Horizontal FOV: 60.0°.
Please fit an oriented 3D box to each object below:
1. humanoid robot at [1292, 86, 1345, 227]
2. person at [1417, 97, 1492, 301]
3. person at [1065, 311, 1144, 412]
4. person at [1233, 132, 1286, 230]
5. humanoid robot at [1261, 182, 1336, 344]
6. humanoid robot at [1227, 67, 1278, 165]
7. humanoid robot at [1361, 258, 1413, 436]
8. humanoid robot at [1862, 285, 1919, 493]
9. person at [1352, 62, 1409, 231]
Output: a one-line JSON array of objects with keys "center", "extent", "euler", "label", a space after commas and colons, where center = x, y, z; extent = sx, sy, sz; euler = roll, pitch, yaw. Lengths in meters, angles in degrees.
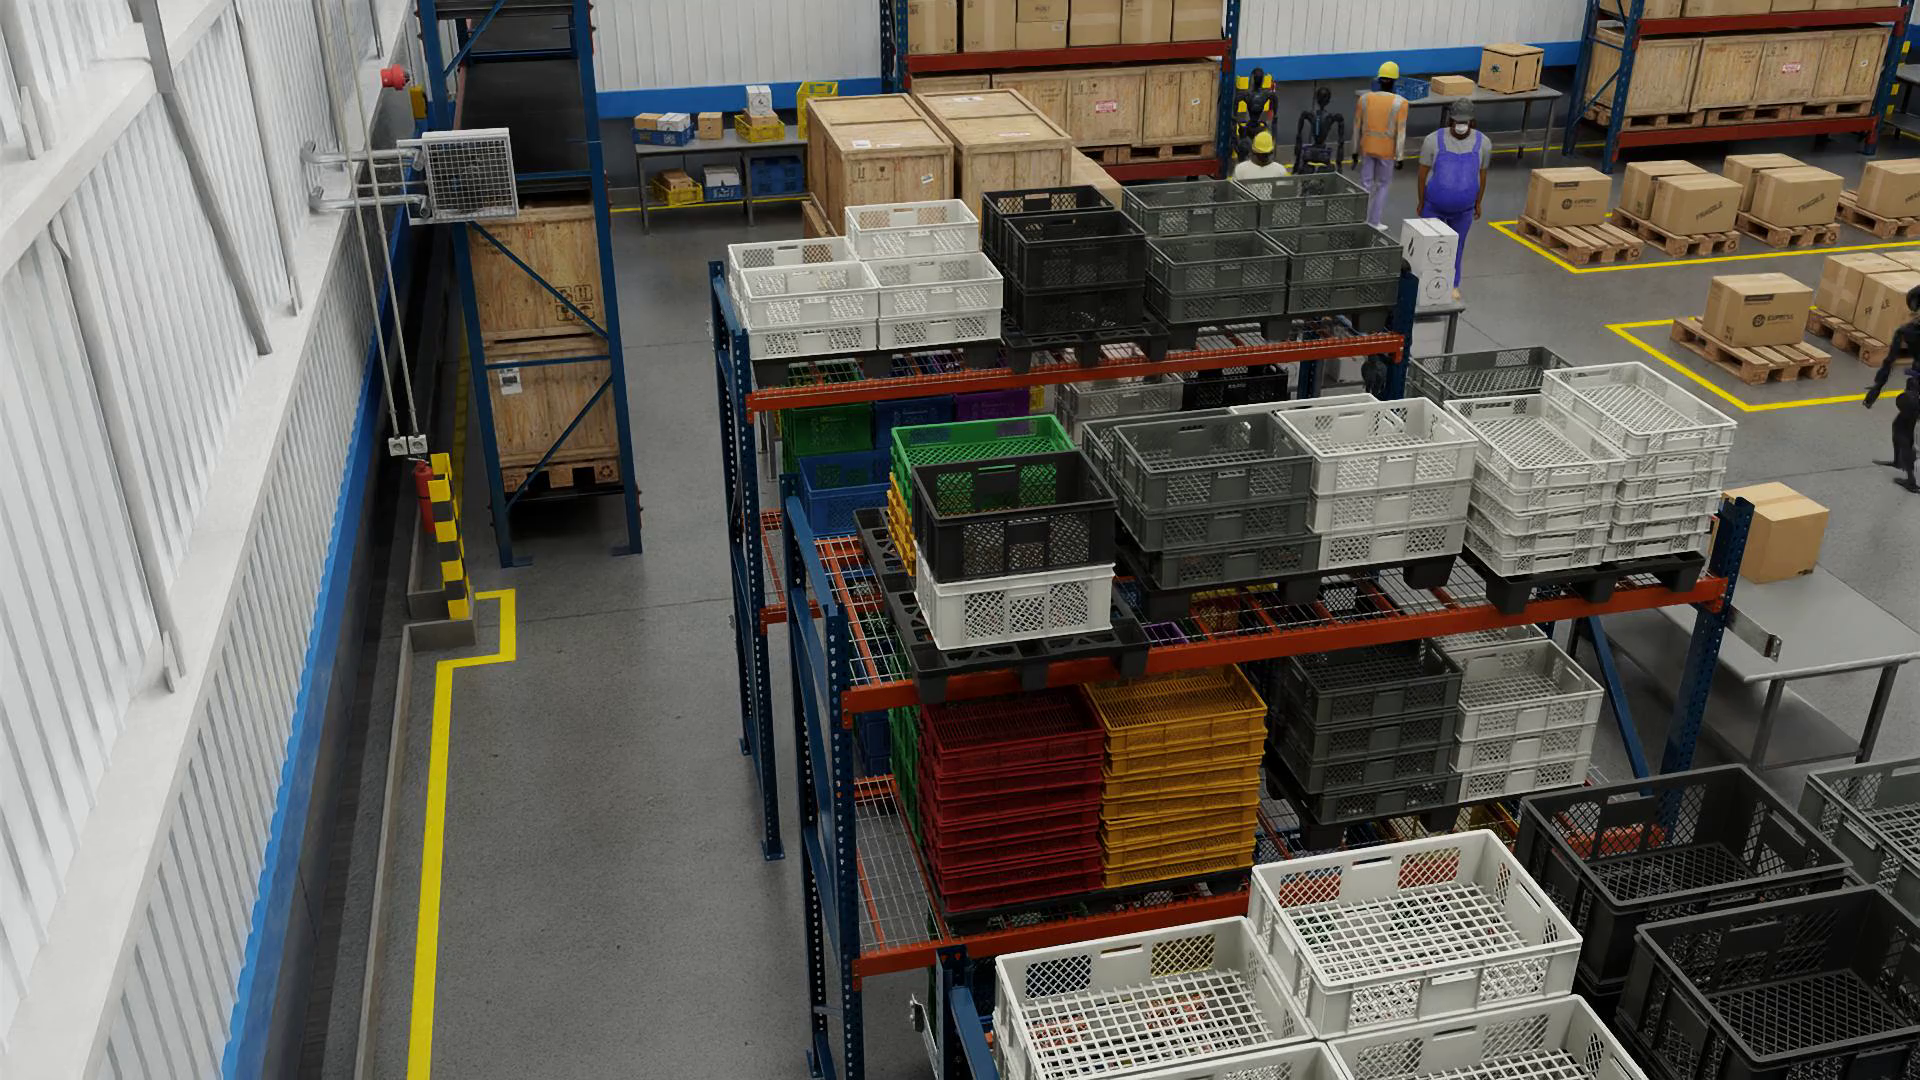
[{"center": [3.985, -4.204, 18.511], "extent": [0.587, 1.651, 0.325], "euler": [15, 31, 27], "label": "humanoid robot"}, {"center": [4.889, -3.379, 16.559], "extent": [0.677, 2.000, 0.537], "euler": [4, 28, 7], "label": "person"}, {"center": [1.067, -1.097, 12.278], "extent": [0.620, 1.992, 0.395], "euler": [-5, 28, -10], "label": "person"}, {"center": [2.941, -3.171, 16.471], "extent": [0.539, 1.746, 0.444], "euler": [-1, 28, -2], "label": "person"}, {"center": [3.257, -2.488, 15.307], "extent": [0.769, 1.620, 0.550], "euler": [11, 30, 19], "label": "humanoid robot"}, {"center": [3.414, -4.681, 19.417], "extent": [0.563, 1.649, 0.361], "euler": [0, 28, 0], "label": "humanoid robot"}, {"center": [3.414, -1.459, 13.289], "extent": [0.589, 1.657, 0.327], "euler": [-25, 37, -39], "label": "humanoid robot"}, {"center": [7.368, -1.195, 12.836], "extent": [0.639, 1.621, 0.584], "euler": [-17, 32, -28], "label": "humanoid robot"}, {"center": [4.678, -4.355, 18.544], "extent": [0.609, 1.909, 0.419], "euler": [18, 33, 30], "label": "person"}]
